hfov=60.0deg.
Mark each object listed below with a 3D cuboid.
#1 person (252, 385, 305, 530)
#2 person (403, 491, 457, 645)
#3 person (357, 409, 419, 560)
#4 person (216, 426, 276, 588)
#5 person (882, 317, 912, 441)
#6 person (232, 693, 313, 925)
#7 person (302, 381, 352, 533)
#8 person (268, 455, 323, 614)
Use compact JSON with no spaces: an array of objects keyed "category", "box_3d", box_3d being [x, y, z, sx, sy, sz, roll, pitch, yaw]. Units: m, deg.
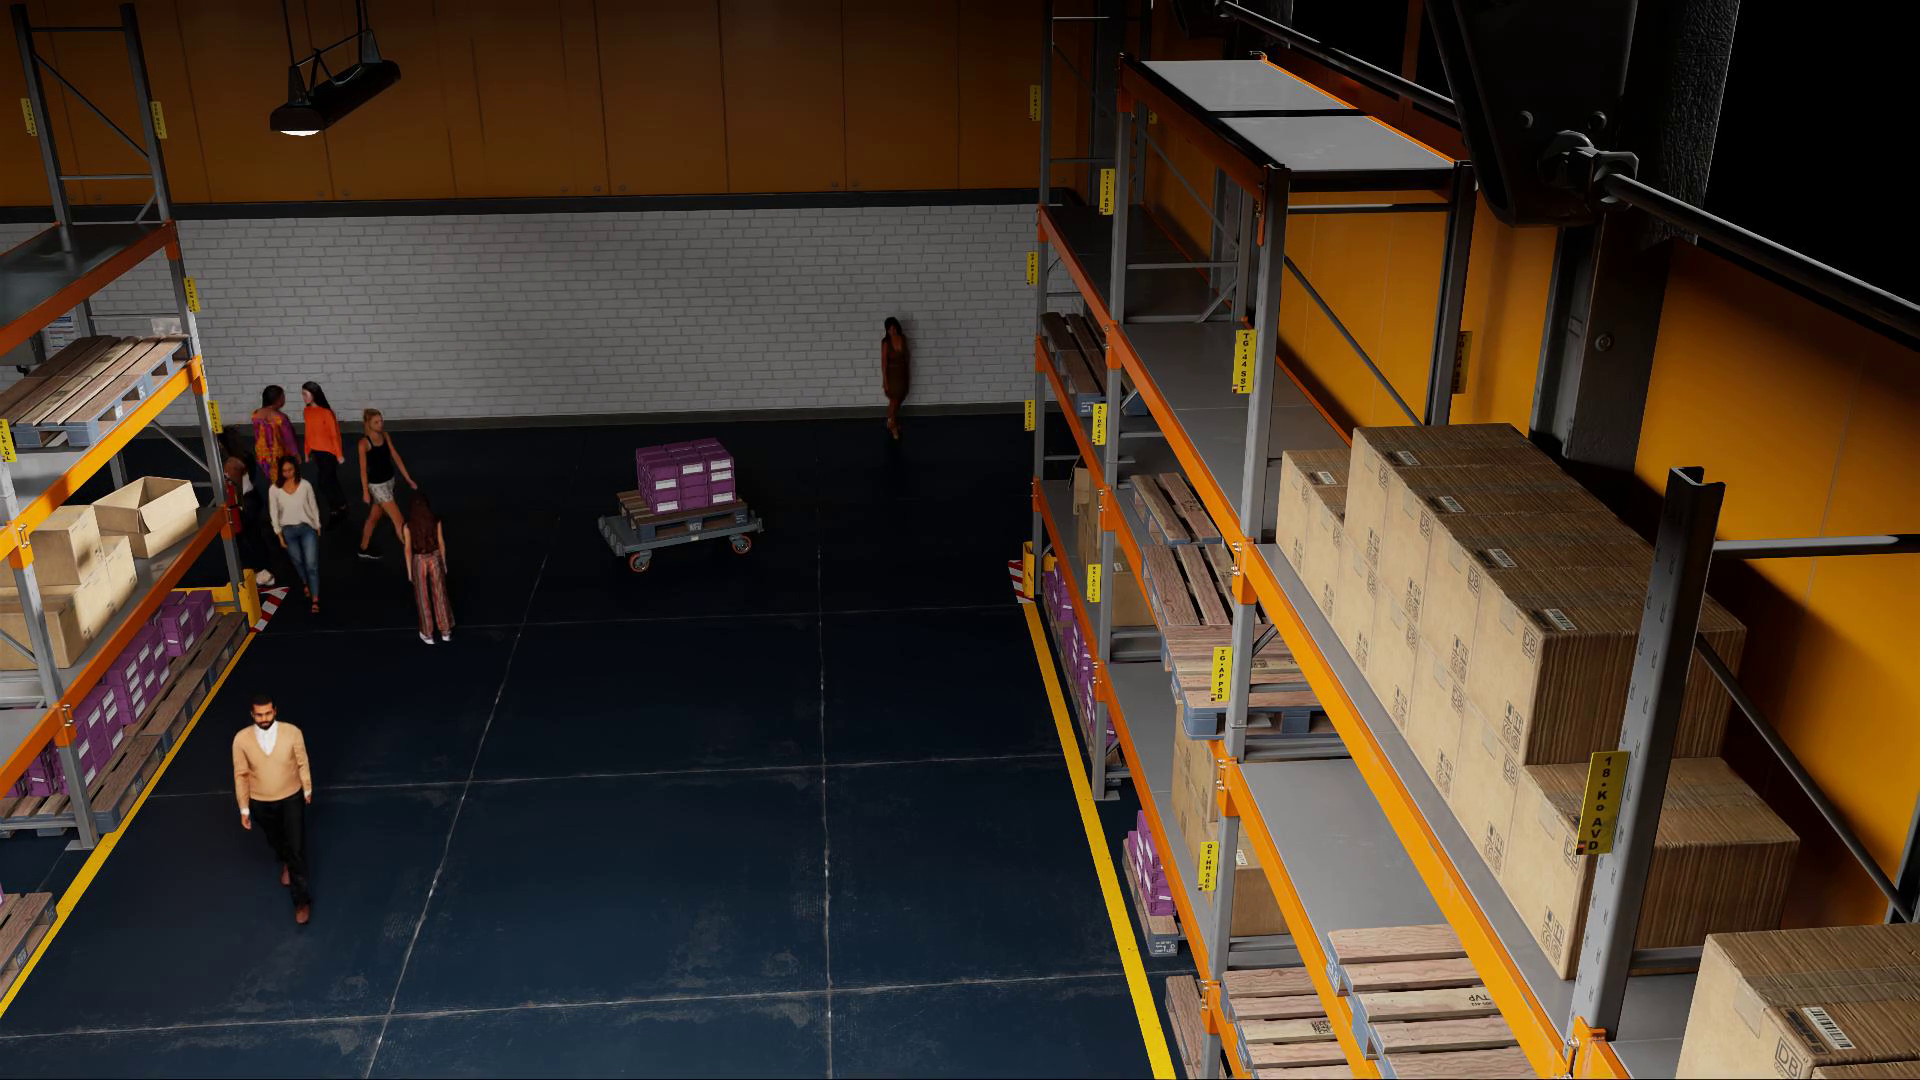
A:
[{"category":"person","box_3d":[-7.784,-0.941,18.854,0.878,1.648,0.943,8,25,19]},{"category":"person","box_3d":[-5.188,0.255,16.228,0.629,1.561,0.645,-13,27,-27]},{"category":"person","box_3d":[-6.275,-0.564,17.828,0.972,1.781,1.234,6,24,14]},{"category":"person","box_3d":[-7.328,-0.324,17.258,0.714,1.798,0.586,0,24,-1]},{"category":"person","box_3d":[-0.829,-2.097,21.493,0.860,1.654,0.802,18,29,35]},{"category":"person","box_3d":[-5.059,1.892,12.296,0.794,1.711,1.216,-6,24,-14]},{"category":"person","box_3d":[-7.114,-0.994,18.870,0.788,1.734,0.846,14,27,29]},{"category":"person","box_3d":[-6.758,-0.101,16.946,0.773,1.638,1.140,-7,25,-16]}]
